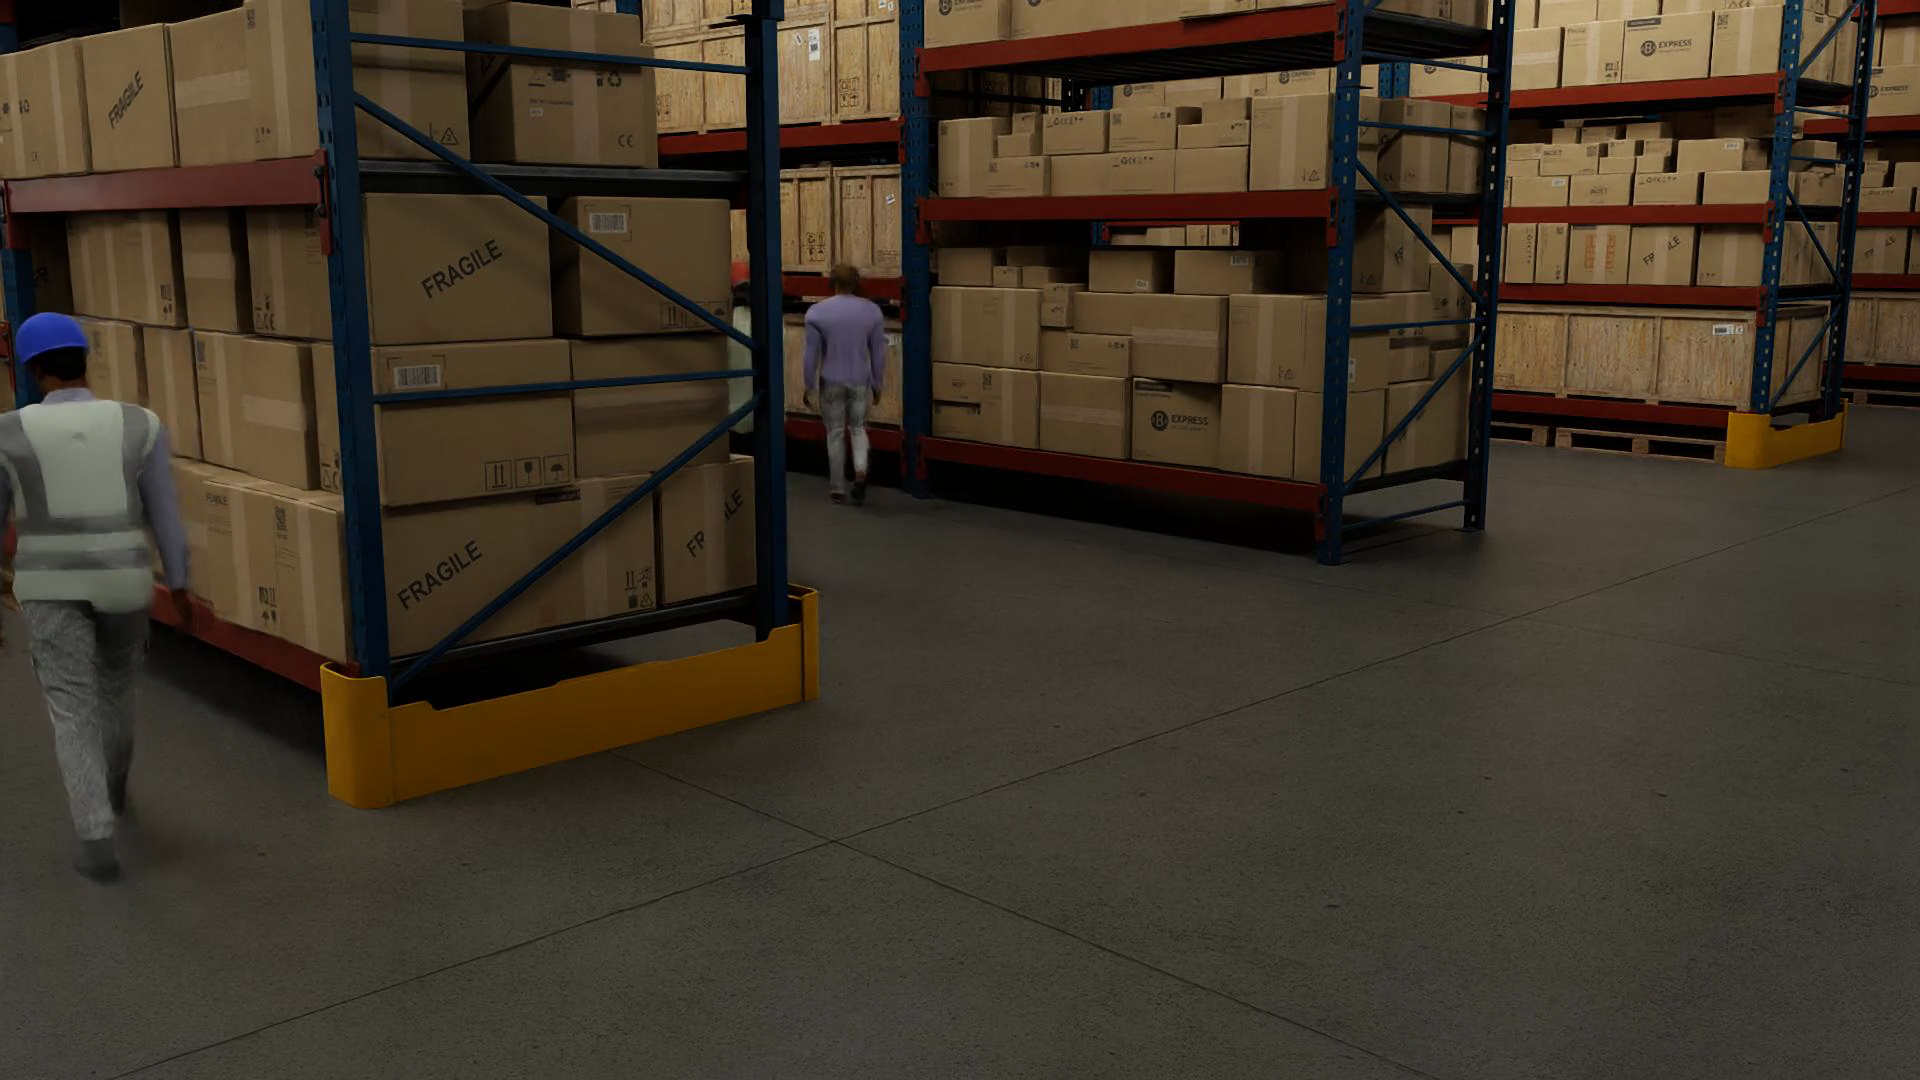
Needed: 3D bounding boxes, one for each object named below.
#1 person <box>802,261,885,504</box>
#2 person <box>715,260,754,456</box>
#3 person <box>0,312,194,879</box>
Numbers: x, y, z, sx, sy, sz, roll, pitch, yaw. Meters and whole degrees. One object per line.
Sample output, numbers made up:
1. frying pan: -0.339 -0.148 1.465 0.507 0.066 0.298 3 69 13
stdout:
1. person: -0.924 -1.230 13.154 0.642 1.926 0.450 -3 11 -15
2. person: -1.409 -0.773 10.532 0.437 1.975 0.652 9 14 40
3. person: -3.065 0.155 5.779 0.646 1.858 1.074 -8 13 -36
